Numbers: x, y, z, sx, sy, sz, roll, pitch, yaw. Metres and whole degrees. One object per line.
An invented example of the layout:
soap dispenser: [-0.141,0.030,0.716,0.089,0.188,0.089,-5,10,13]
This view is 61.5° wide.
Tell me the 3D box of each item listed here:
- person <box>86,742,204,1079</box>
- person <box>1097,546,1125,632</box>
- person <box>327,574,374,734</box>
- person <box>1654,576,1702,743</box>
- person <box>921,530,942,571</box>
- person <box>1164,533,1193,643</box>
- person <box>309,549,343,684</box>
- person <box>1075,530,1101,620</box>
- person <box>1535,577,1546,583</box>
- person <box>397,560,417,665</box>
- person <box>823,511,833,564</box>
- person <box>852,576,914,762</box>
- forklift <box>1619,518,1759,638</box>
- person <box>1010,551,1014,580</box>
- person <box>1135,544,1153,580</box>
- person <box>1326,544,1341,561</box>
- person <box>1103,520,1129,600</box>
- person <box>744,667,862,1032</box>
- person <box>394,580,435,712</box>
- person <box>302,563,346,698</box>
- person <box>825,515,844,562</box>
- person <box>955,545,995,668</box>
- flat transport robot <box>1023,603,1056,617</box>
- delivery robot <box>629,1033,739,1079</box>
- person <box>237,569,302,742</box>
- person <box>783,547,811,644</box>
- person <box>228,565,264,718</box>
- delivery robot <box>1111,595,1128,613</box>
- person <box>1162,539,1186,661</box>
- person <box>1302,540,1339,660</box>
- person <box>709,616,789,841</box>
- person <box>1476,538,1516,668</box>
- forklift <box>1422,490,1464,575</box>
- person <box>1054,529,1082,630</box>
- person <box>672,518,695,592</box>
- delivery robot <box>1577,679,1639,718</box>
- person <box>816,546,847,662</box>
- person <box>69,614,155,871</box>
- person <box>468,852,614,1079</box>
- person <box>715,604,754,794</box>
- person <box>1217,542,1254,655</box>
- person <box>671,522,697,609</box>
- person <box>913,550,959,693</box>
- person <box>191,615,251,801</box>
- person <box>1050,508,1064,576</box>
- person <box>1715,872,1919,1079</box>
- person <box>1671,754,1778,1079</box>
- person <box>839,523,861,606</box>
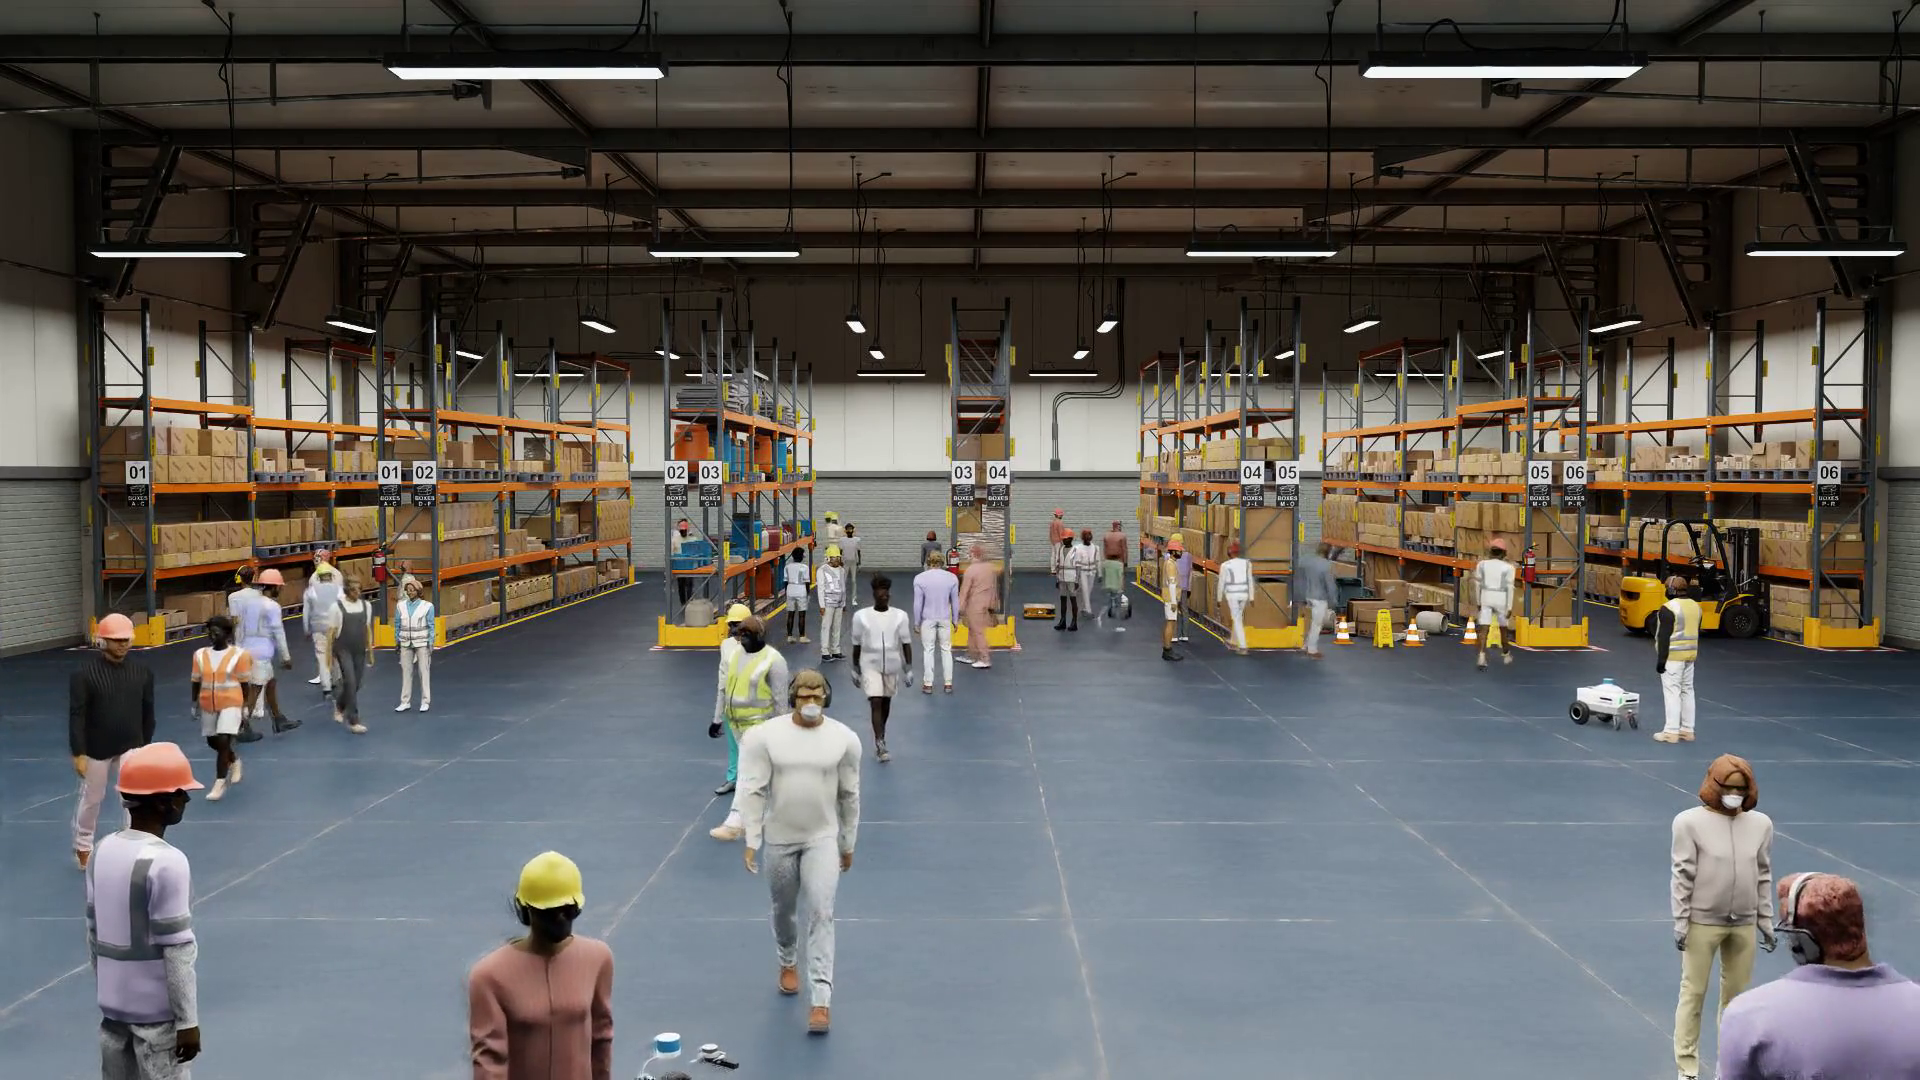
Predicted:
person: [-3.038,1.731,6.093,0.549,1.936,0.376,1,3,33]
person: [2.835,0.922,30.346,0.531,1.618,0.516,2,3,38]
person: [-7.090,1.291,18.677,0.820,1.819,0.509,2,3,40]
person: [7.957,1.315,17.937,0.619,1.836,0.431,-1,3,-33]
person: [-0.681,0.589,38.614,0.507,1.632,0.264,0,2,5]
person: [3.836,0.845,28.538,0.599,1.927,0.379,-1,3,-29]
person: [-9.045,1.078,22.928,0.401,1.906,0.650,0,2,10]
person: [2.617,0.701,33.307,0.587,1.841,0.963,-1,2,-15]
person: [13.047,0.626,36.473,0.320,1.737,0.483,-1,3,-26]
person: [-8.607,1.121,25.175,0.315,1.636,0.514,0,2,-8]
person: [-3.851,0.088,47.904,0.638,1.888,0.652,1,3,27]
person: [-0.820,1.315,16.936,0.618,1.907,1.060,-1,2,-15]
forklift: [13.417,0.684,29.791,2.313,2.155,1.214,0,2,0]
person: [1.288,0.252,44.836,0.719,1.819,0.632,0,2,-12]
person: [5.356,0.182,45.431,0.796,1.916,0.548,0,2,-9]
person: [10.241,0.229,44.580,1.017,1.888,0.636,0,2,-3]
person: [3.687,0.484,37.921,0.644,1.904,0.399,2,3,43]
person: [-0.860,1.639,8.902,0.639,1.906,0.959,0,2,-2]
person: [-6.797,1.319,20.138,0.514,1.642,0.314,0,2,6]
person: [-8.469,1.197,21.578,0.597,1.770,0.940,-1,3,-28]
person: [-3.641,0.161,47.236,0.610,1.808,0.421,2,3,35]
person: [0.145,1.015,24.803,0.860,1.873,0.680,2,3,35]
flat transport robot: [1.658,1.472,33.819,0.652,0.197,1.431,0,2,2]
delivery robot: [-1.242,2.228,6.883,0.335,0.223,0.698,1,3,34]
person: [-7.738,1.275,18.116,0.562,1.887,0.930,2,3,36]
person: [-2.840,0.969,28.241,0.540,1.696,0.317,1,3,30]
person: [-8.633,1.231,19.513,0.328,1.872,0.514,1,3,27]
delivery robot: [3.308,1.301,33.437,0.477,0.478,0.707,0,2,6]
person: [3.422,0.947,25.831,0.376,1.935,0.550,0,2,3]
person: [5.757,0.962,25.819,0.490,1.912,0.647,-1,2,-18]
person: [-1.736,1.519,13.309,0.630,1.802,0.929,2,3,44]
person: [8.202,0.969,24.781,0.626,1.995,1.065,1,3,33]
forklift: [13.926,-0.371,47.846,1.873,2.768,1.129,0,2,0]
person: [2.050,0.750,30.796,0.545,1.938,0.355,2,3,37]
person: [-7.101,0.380,41.071,0.632,1.874,0.987,1,3,26]
delivery robot: [7.619,1.875,18.988,0.477,0.478,0.707,-1,2,-26]
person: [-2.016,1.006,25.640,0.404,1.833,0.590,2,3,38]
person: [-6.242,1.503,11.881,1.065,1.941,0.639,2,3,42]
person: [-1.367,1.873,5.323,0.525,1.712,0.946,-2,3,-34]
person: [-2.011,1.467,14.850,0.525,1.769,0.327,1,3,32]
person: [4.537,0.960,26.758,0.576,1.834,0.975,-1,2,-22]
person: [-6.051,0.568,35.303,0.655,1.934,1.033,0,2,-8]
person: [-0.324,1.102,21.905,0.634,1.937,0.355,0,2,-11]
person: [-6.798,1.514,14.914,0.536,1.668,0.757,0,2,2]
person: [2.861,0.068,47.238,0.392,1.995,0.612,-1,3,-26]
person: [2.348,1.839,4.270,0.663,1.866,0.717,0,2,8]
person: [3.603,1.820,7.624,0.499,1.633,0.278,0,2,-5]
person: [-2.487,0.554,36.556,0.514,1.872,0.332,0,2,-2]
